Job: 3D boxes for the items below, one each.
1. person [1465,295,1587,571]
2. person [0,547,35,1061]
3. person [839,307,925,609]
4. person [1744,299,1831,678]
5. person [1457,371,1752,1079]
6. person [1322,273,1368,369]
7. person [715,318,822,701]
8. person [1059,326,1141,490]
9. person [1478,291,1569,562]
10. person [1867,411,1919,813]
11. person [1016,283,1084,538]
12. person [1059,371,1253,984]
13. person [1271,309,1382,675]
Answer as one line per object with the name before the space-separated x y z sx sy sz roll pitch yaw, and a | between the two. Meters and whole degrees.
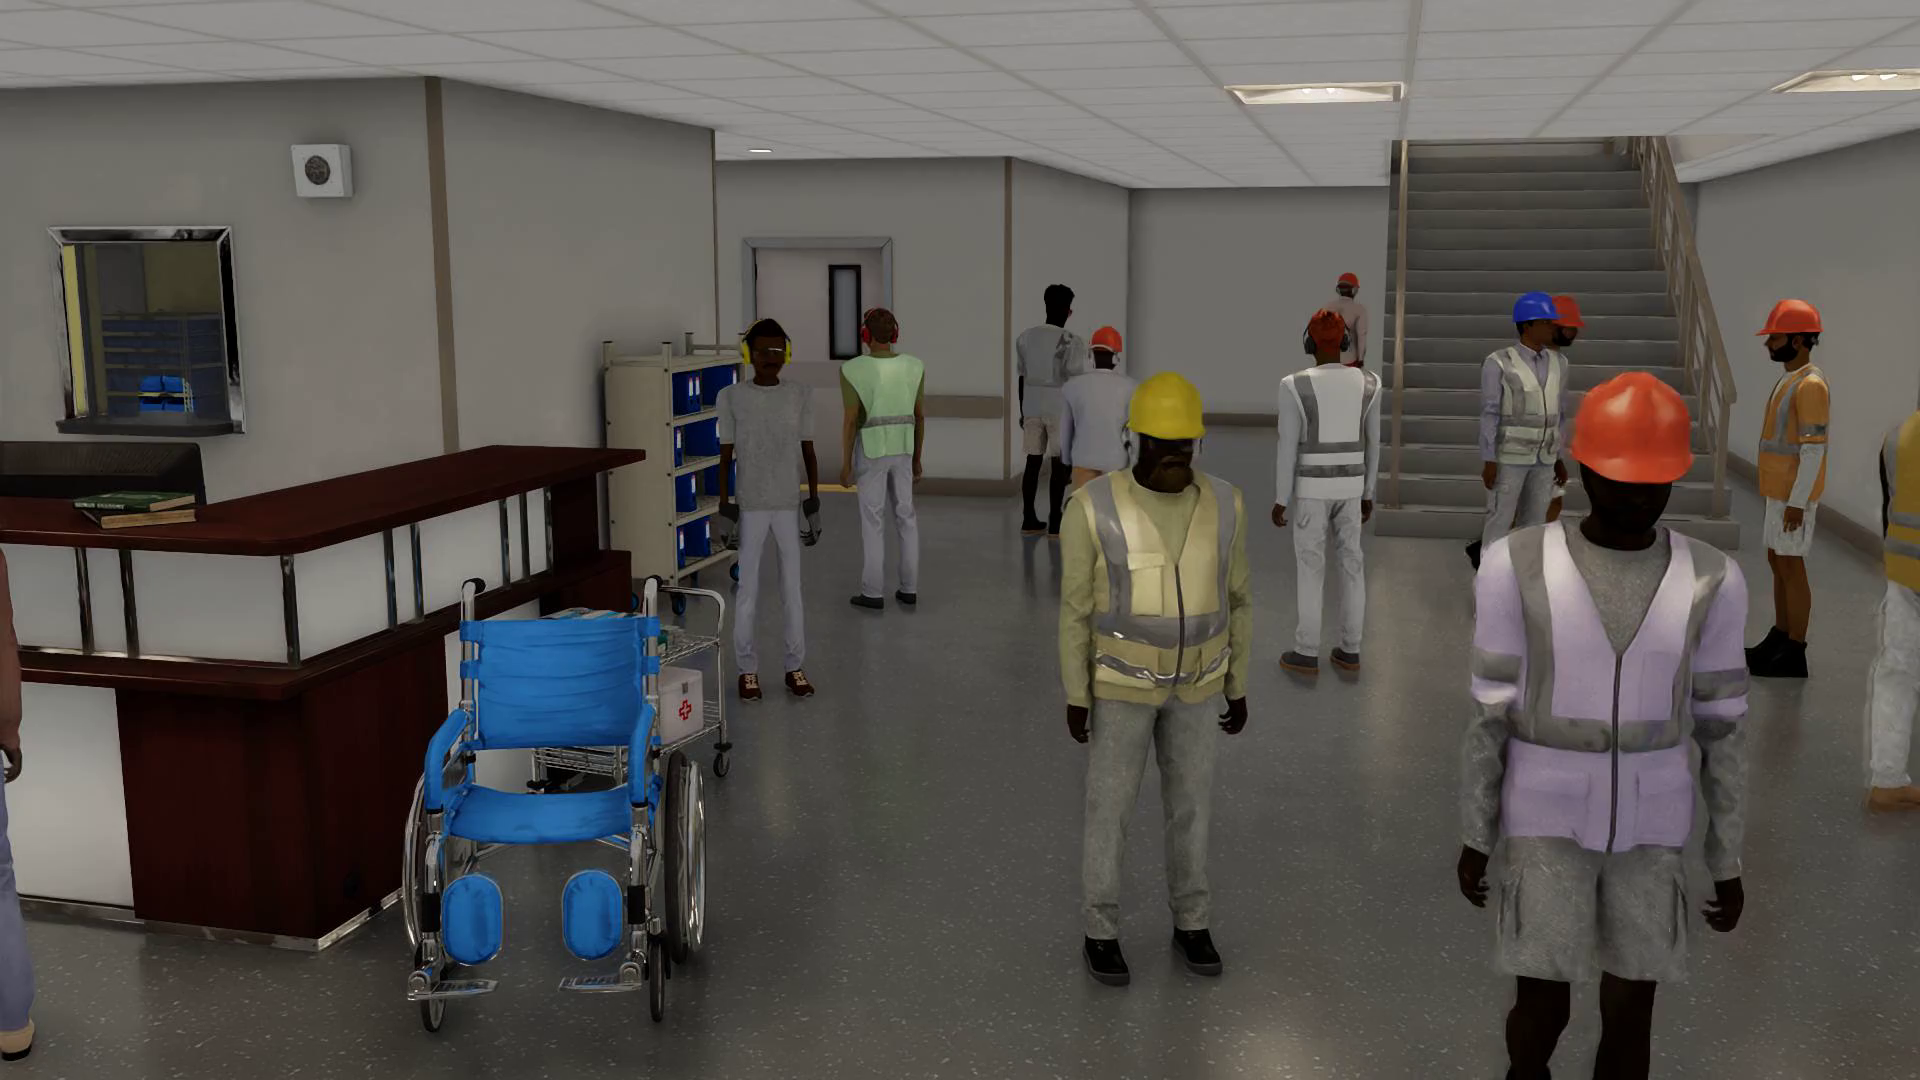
person | 3.674 -0.610 10.678 0.616 1.914 0.566 1 10 6
person | -2.716 0.548 4.319 0.523 1.761 0.328 -9 13 -44
person | -0.469 -0.494 10.198 0.564 1.846 0.391 -5 11 -29
person | 4.229 -0.261 8.550 0.369 1.935 0.552 3 10 14
person | 1.353 0.603 3.502 0.574 1.917 0.417 1 10 6
person | 4.518 -2.149 19.561 0.618 1.966 0.427 7 12 35
person | -0.927 -0.145 8.103 0.508 1.862 0.326 -3 10 -16
person | 0.910 -0.533 10.822 0.576 1.712 0.882 3 10 17
person | 3.355 -0.498 9.907 0.608 1.951 0.378 -4 10 -21
person | 3.905 0.161 6.435 0.815 1.809 0.656 -3 10 -20
person | 0.705 -0.987 12.796 0.614 1.952 0.388 7 12 37
person | 0.588 0.411 4.941 0.595 1.824 0.403 -2 10 -13
person | 1.887 -0.243 8.597 0.575 1.886 0.362 -2 10 -13
